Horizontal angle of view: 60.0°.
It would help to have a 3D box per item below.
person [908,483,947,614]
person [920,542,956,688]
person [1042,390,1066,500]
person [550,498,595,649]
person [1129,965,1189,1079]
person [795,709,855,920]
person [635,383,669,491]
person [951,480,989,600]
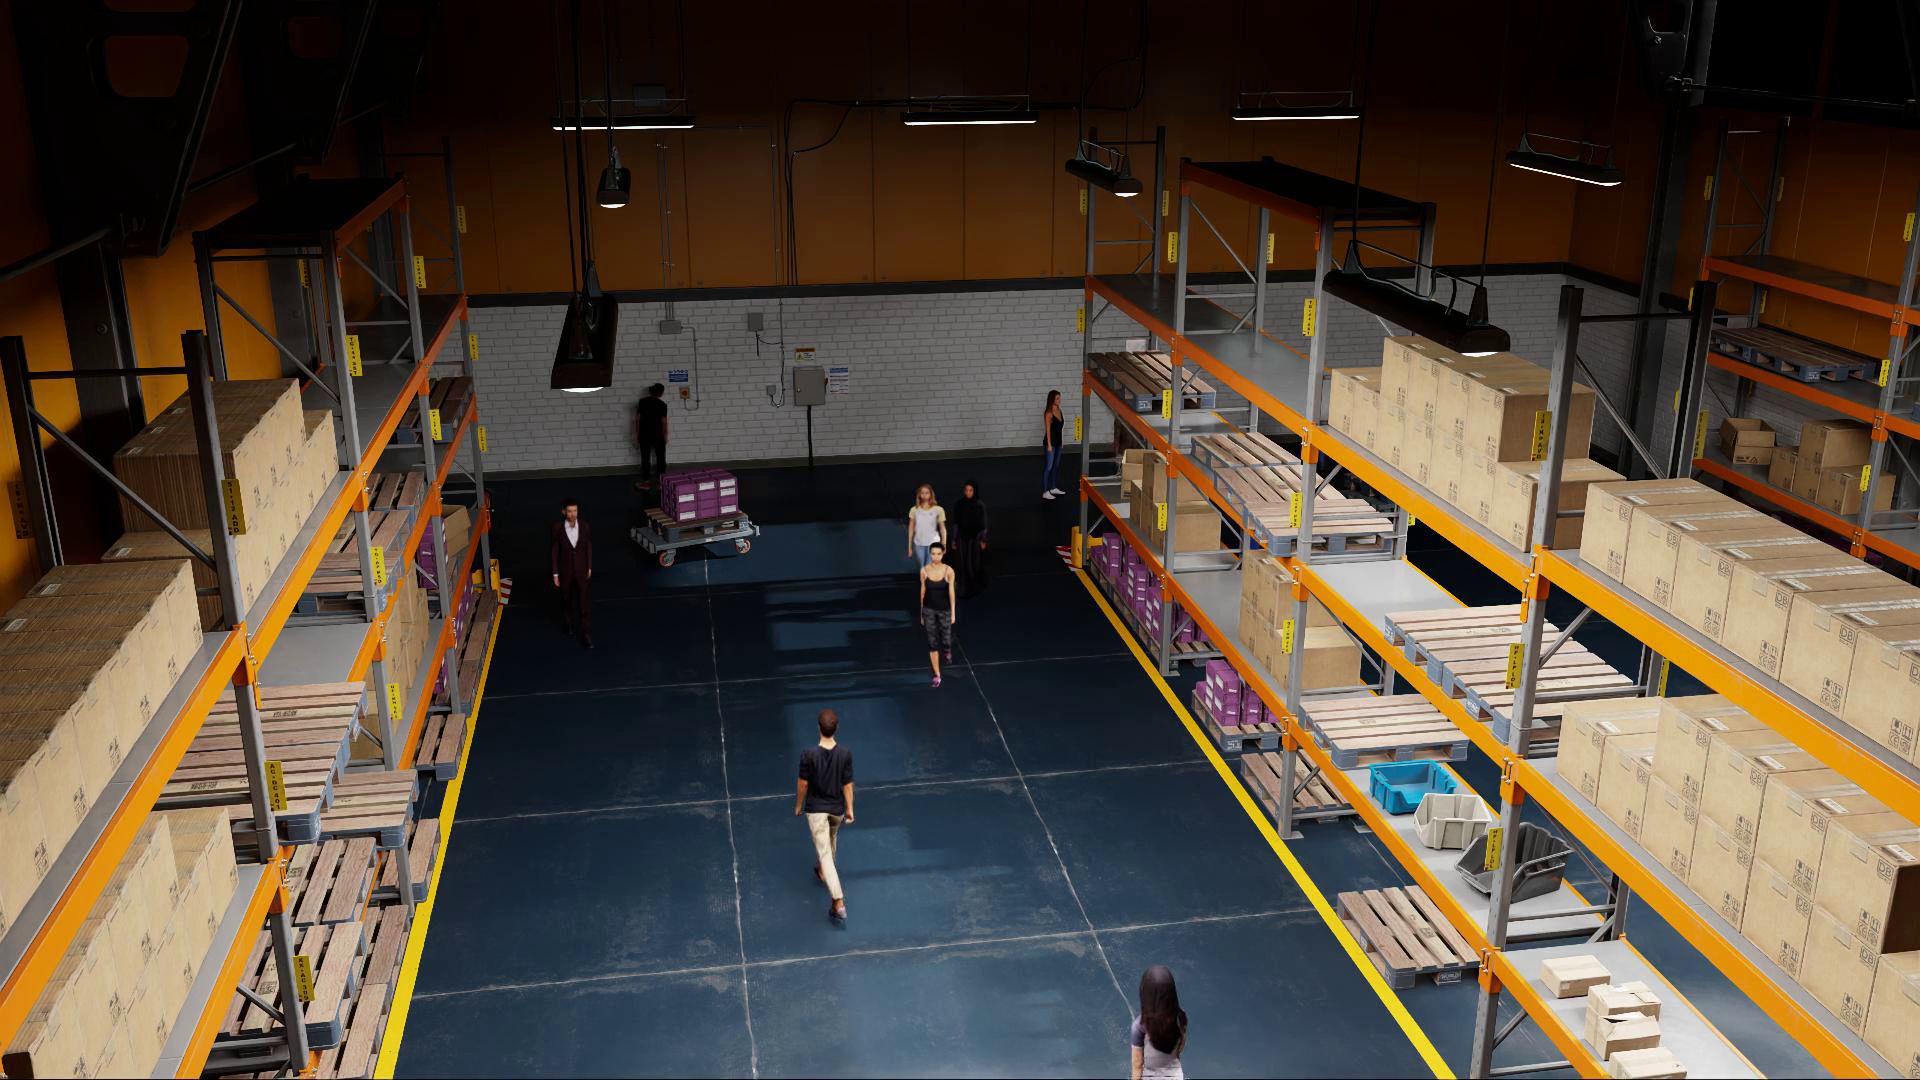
[{"bbox_3d":[-0.420,0.084,21.565,0.907,1.672,1.224,3,19,9],"label":"person"},{"bbox_3d":[-0.246,0.819,19.320,0.734,1.712,0.960,3,19,8],"label":"person"},{"bbox_3d":[1.465,-1.526,26.268,0.731,1.723,0.666,12,22,32],"label":"person"},{"bbox_3d":[-4.795,0.362,20.470,0.812,1.844,1.249,-6,20,-18],"label":"person"},{"bbox_3d":[1.338,3.640,10.989,0.753,1.684,0.912,-9,21,-26],"label":"person"},{"bbox_3d":[-1.138,2.412,14.443,0.864,1.805,1.276,-9,21,-25],"label":"person"},{"bbox_3d":[-4.992,-1.657,26.651,0.858,1.726,0.646,-4,19,-11],"label":"person"},{"bbox_3d":[0.148,-0.033,22.012,0.784,1.609,0.858,7,20,21],"label":"person"}]
